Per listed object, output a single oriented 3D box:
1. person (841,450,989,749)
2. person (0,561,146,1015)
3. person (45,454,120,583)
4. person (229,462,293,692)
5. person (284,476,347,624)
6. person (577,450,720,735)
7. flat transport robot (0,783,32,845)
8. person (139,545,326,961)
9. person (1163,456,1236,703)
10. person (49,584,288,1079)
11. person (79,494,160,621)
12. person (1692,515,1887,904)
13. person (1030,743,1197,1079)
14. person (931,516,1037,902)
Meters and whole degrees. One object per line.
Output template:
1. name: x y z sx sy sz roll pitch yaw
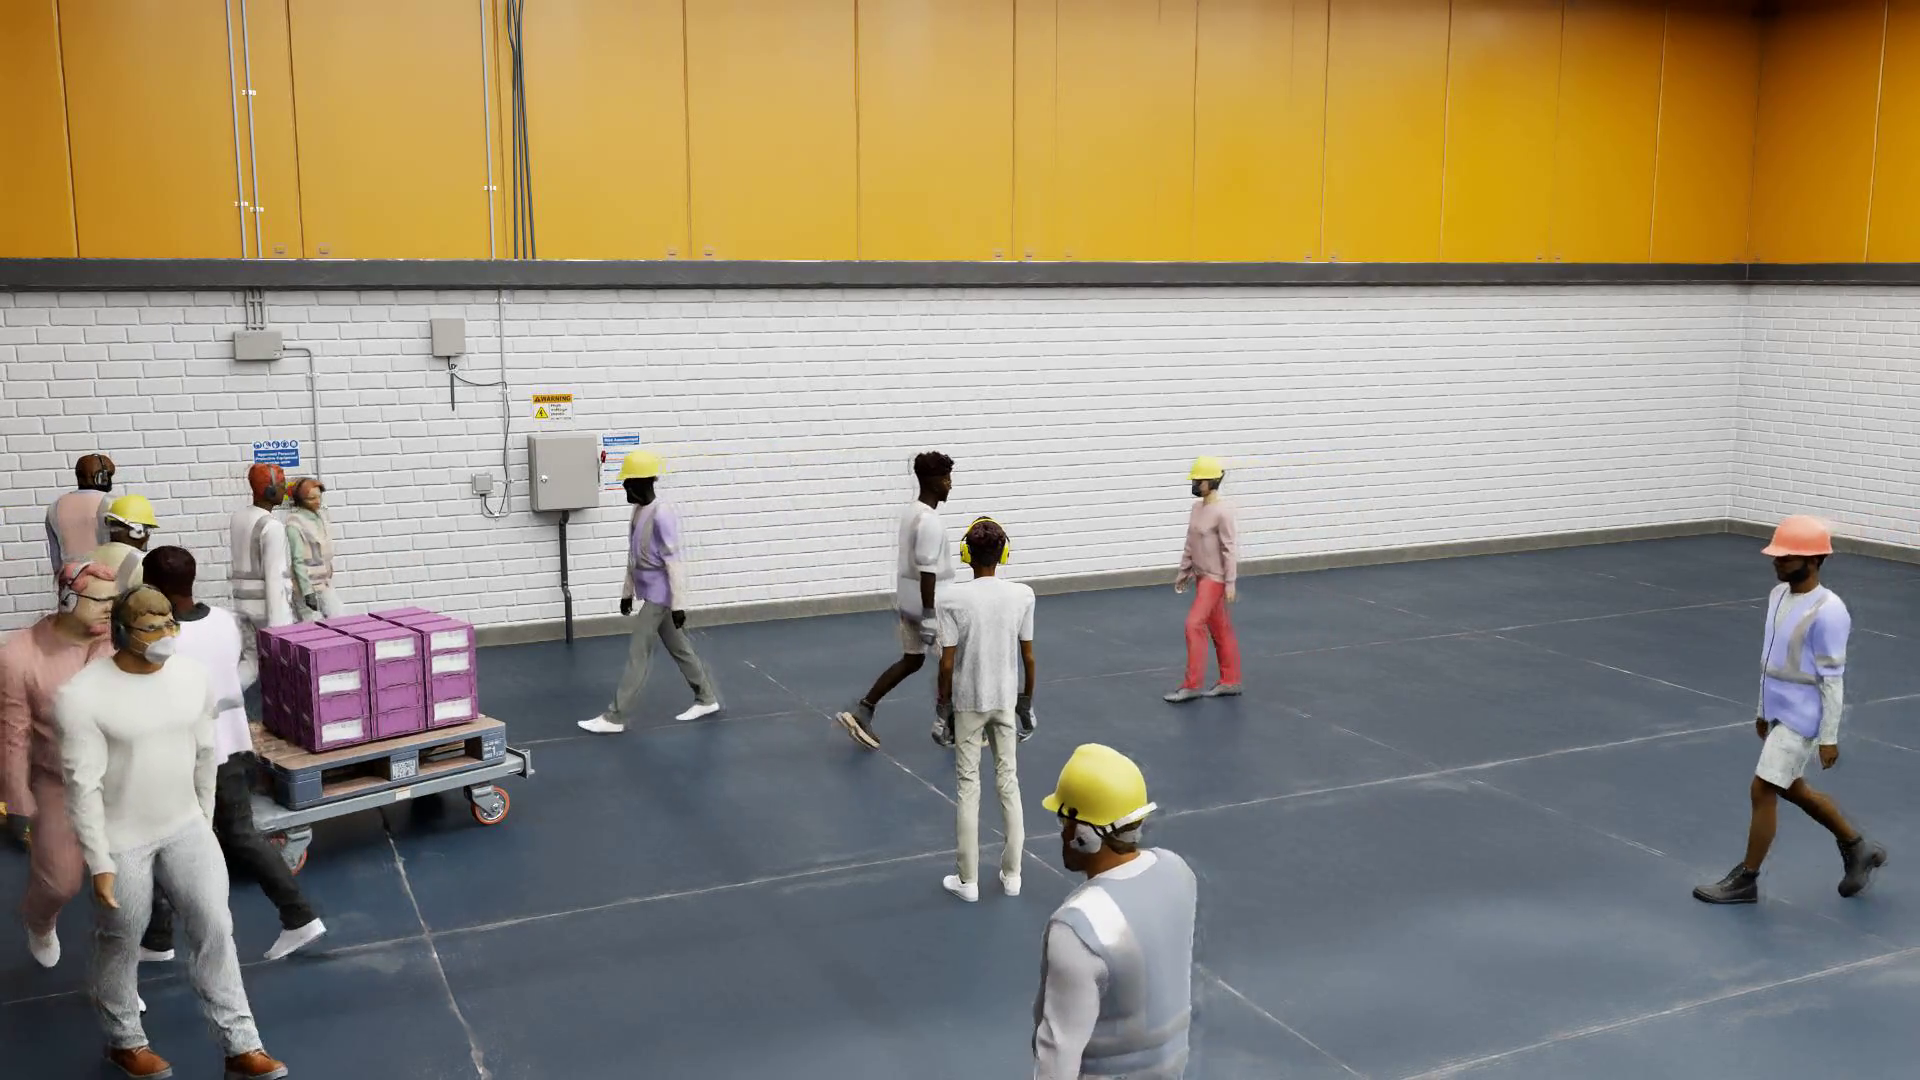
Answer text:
1. person: -0.276 0.392 10.498 0.914 1.935 0.607 -2 9 -15
2. person: -3.658 0.999 6.898 0.759 1.866 0.646 9 13 43
3. person: -5.710 0.342 11.086 0.619 1.837 0.430 2 9 11
4. person: -4.453 0.444 10.392 0.579 1.857 0.776 7 12 38
5. person: -4.533 0.337 11.790 0.460 1.611 0.570 1 9 5
6. person: -2.050 0.335 11.023 1.009 1.870 0.615 -4 10 -25
7. flat transport robot: -4.591 1.392 9.409 0.652 0.197 1.431 9 13 44
8. person: -3.277 0.942 7.247 0.936 1.876 0.571 2 9 10
9. person: 1.667 0.280 11.740 0.728 1.734 0.542 -2 9 -14
10. person: -2.885 1.120 6.065 0.917 1.905 0.635 6 11 34
11. person: -4.775 0.645 9.409 0.621 1.781 0.926 5 10 28
12. person: 4.035 0.818 7.919 0.877 1.909 0.553 0 9 2
13. person: 0.376 1.427 4.382 0.426 1.821 0.617 6 11 33
14. person: 0.115 0.813 8.052 0.531 1.870 0.317 -3 10 -18
